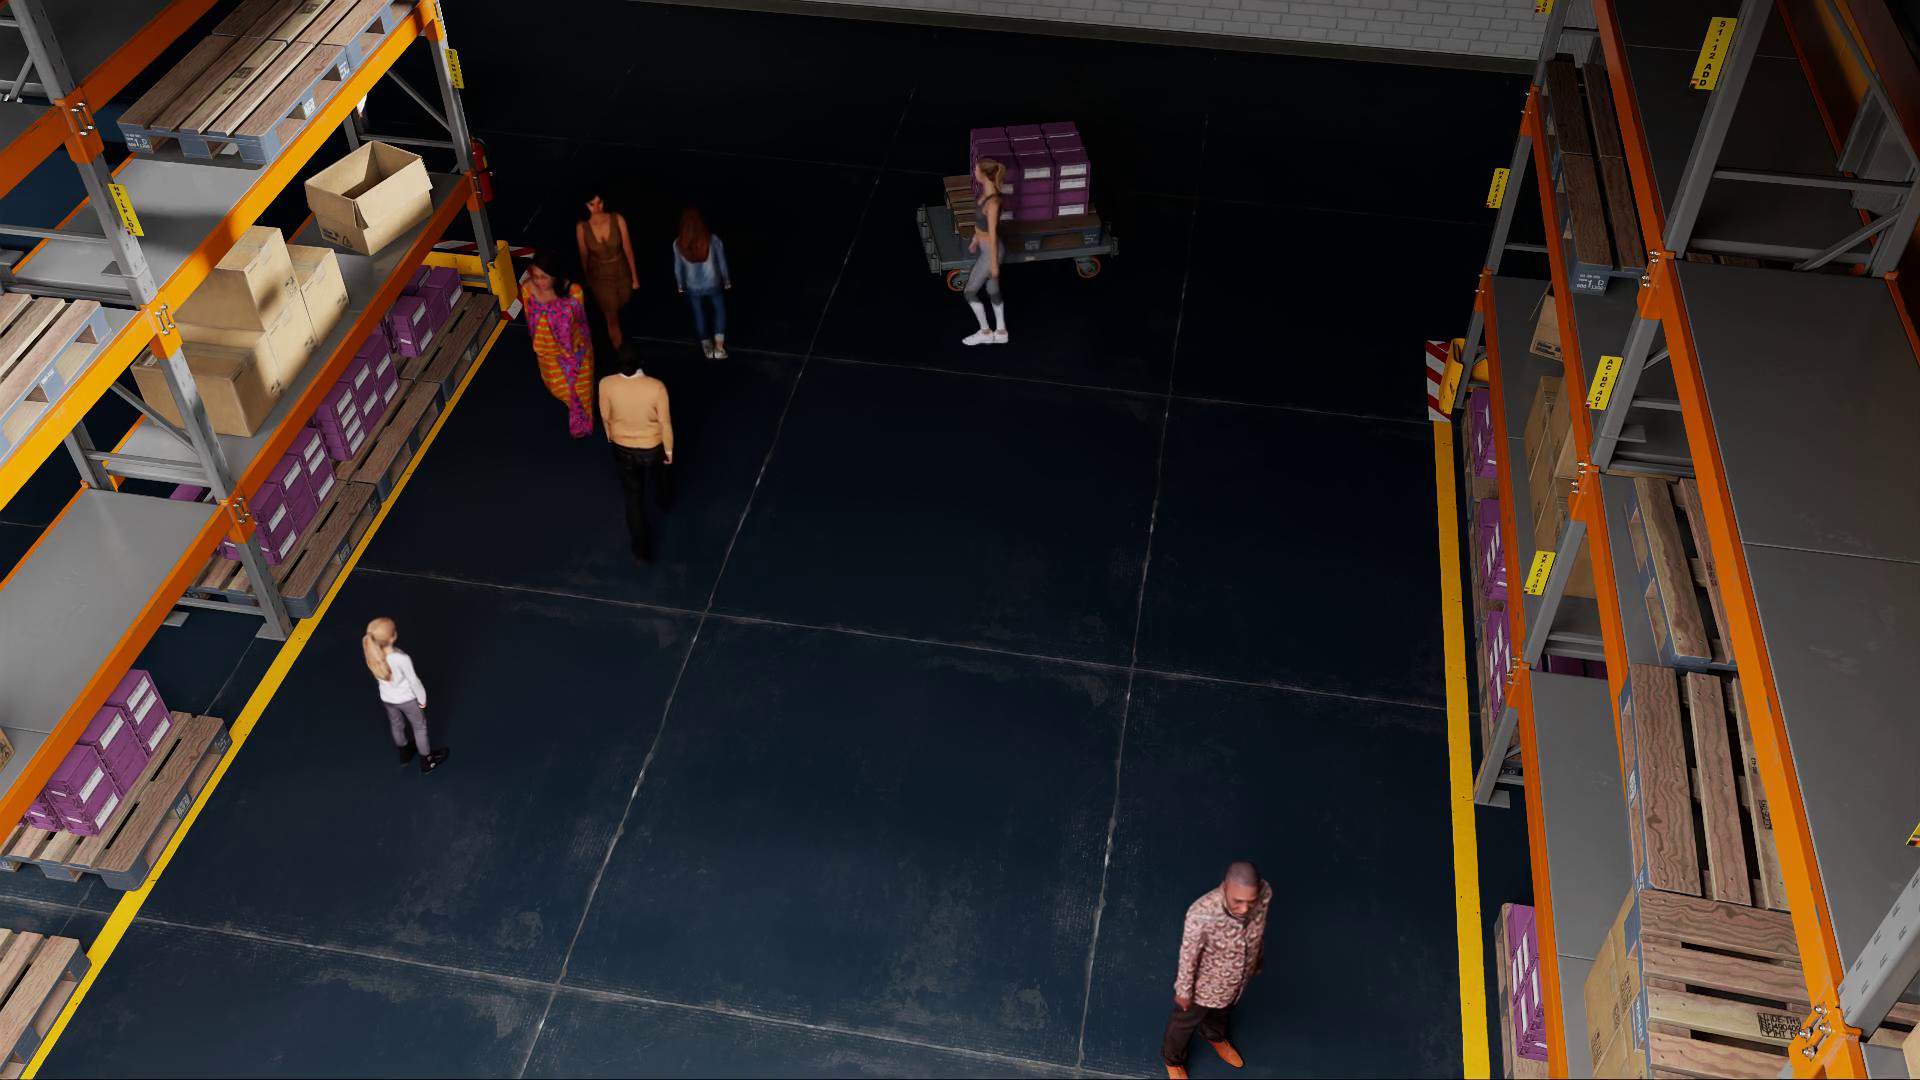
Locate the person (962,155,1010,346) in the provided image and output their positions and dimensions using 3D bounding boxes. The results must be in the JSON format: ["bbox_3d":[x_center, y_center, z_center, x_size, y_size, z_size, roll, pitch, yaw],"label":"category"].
[{"bbox_3d":[0.330,-2.301,13.384,0.699,1.683,0.607,-3,44,-3],"label":"person"}]

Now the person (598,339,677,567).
[{"bbox_3d":[-2.243,-0.598,11.568,0.850,1.724,1.211,-2,44,-2],"label":"person"}]

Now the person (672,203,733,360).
[{"bbox_3d":[-2.055,-2.010,13.233,0.677,1.470,0.726,0,44,0],"label":"person"}]

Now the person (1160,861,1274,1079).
[{"bbox_3d":[1.329,2.201,8.569,0.780,1.807,0.821,-22,48,-22],"label":"person"}]

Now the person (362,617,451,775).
[{"bbox_3d":[-3.461,0.955,10.261,0.511,1.277,0.528,14,45,14],"label":"person"}]

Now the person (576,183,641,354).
[{"bbox_3d":[-2.784,-2.141,13.242,0.938,1.647,1.150,-16,46,-16],"label":"person"}]

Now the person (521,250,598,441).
[{"bbox_3d":[-2.986,-1.547,12.615,0.657,1.652,0.875,5,44,5],"label":"person"}]
